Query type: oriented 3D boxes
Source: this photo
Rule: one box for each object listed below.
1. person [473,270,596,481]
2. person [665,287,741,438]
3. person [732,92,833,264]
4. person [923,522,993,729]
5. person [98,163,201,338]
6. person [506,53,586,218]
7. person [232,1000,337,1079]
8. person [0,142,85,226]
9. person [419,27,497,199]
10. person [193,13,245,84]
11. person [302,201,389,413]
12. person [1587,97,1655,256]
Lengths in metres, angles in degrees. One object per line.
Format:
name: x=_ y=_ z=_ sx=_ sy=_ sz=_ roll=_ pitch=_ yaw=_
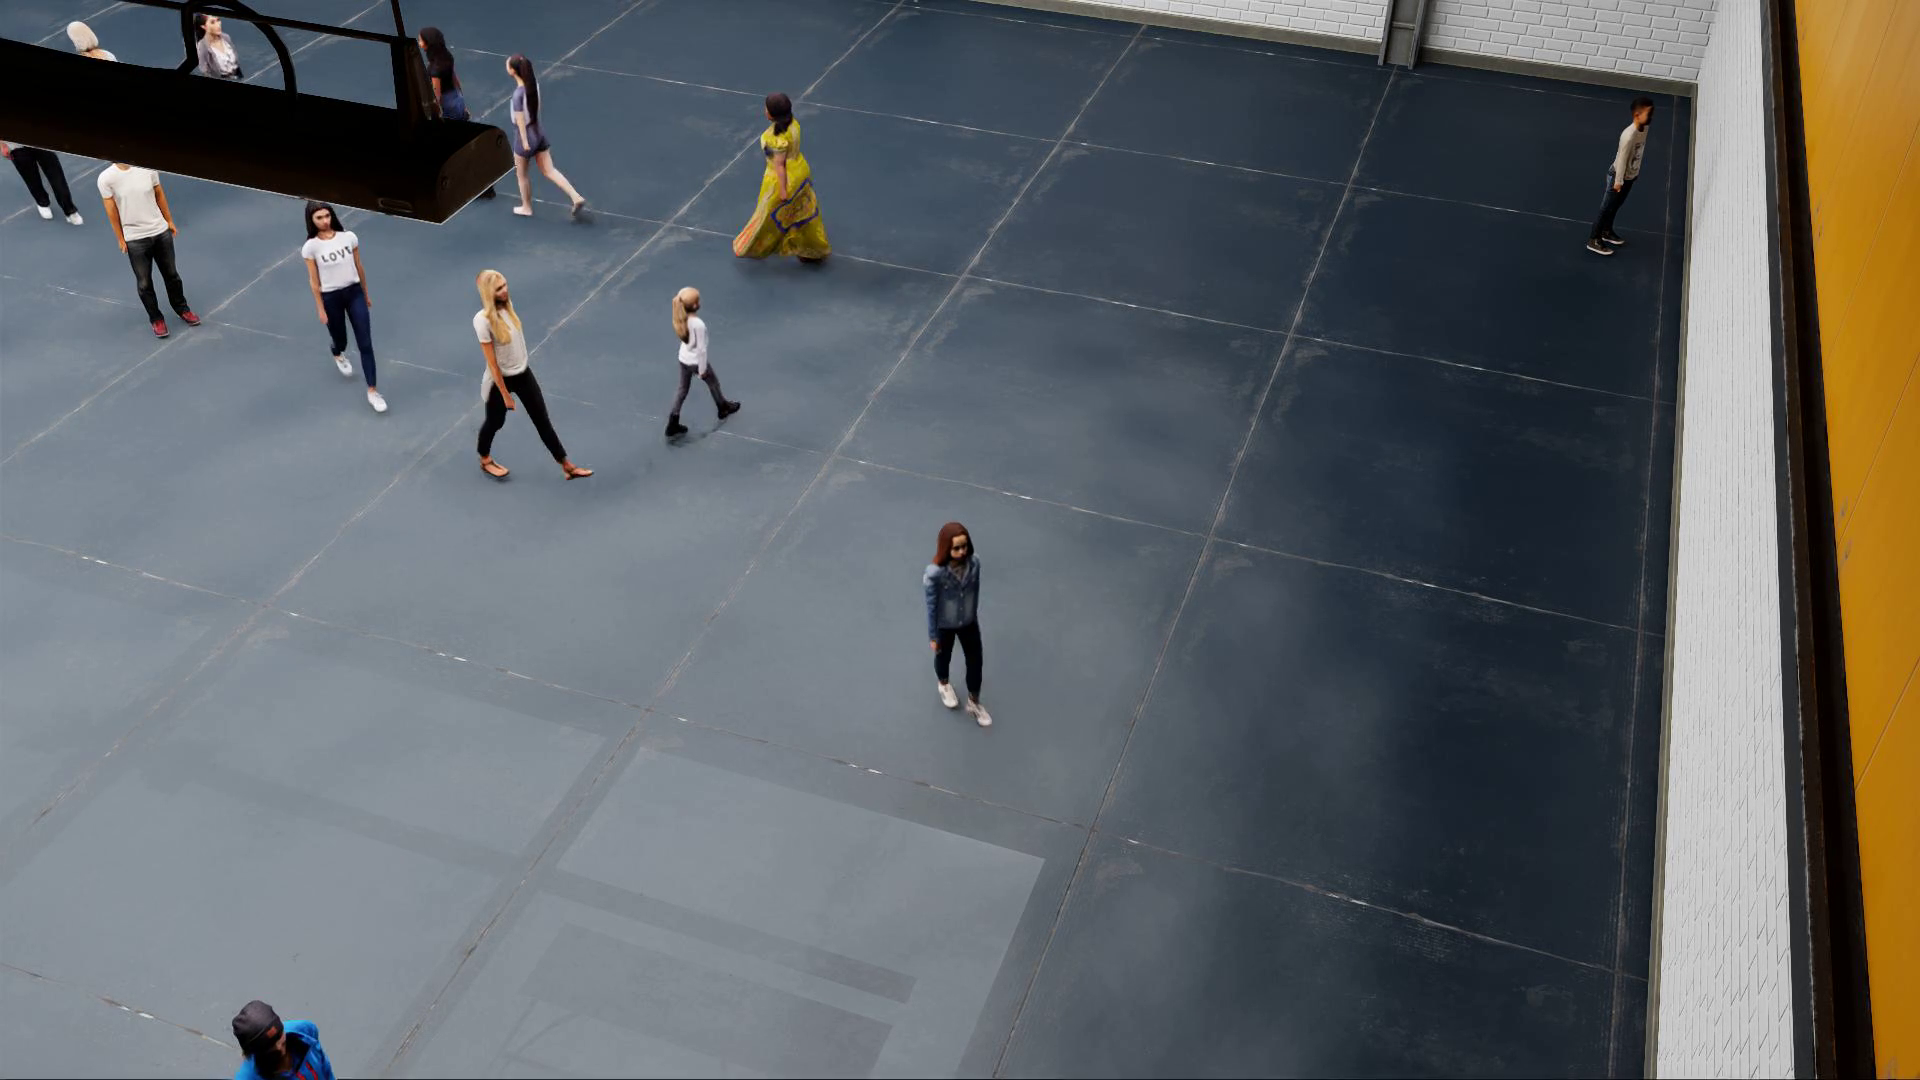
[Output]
person: x=-3.400 y=-1.158 z=12.162 sx=1.155 sy=1.775 sz=0.619 roll=13 pitch=40 yaw=15
person: x=-2.109 y=-1.344 z=12.818 sx=0.922 sy=1.247 sz=0.771 roll=28 pitch=47 yaw=31
person: x=-1.456 y=-3.167 z=14.806 sx=1.157 sy=1.616 sz=0.806 roll=10 pitch=40 yaw=12
person: x=-0.077 y=0.466 z=10.381 sx=0.795 sy=1.460 sz=0.855 roll=-16 pitch=41 yaw=-19
person: x=-6.831 y=-2.593 z=13.936 sx=0.717 sy=1.804 sz=0.708 roll=-30 pitch=48 yaw=-32
person: x=-3.915 y=-3.731 z=15.505 sx=0.983 sy=1.624 sz=0.629 roll=14 pitch=41 yaw=17
person: x=-3.002 y=2.615 z=7.448 sx=1.123 sy=1.762 sz=0.779 roll=20 pitch=43 yaw=23
person: x=-8.736 y=-3.775 z=15.532 sx=0.955 sy=1.659 sz=1.088 roll=-26 pitch=45 yaw=-29
person: x=-4.726 y=-4.024 z=15.802 sx=1.066 sy=1.711 sz=0.810 roll=1 pitch=39 yaw=1
person: x=-7.226 y=-4.358 z=16.268 sx=1.100 sy=1.652 sz=0.743 roll=20 pitch=43 yaw=23
person: x=-4.890 y=-1.893 z=13.105 sx=0.970 sy=1.748 sz=1.136 roll=-25 pitch=45 yaw=-28
person: x=6.024 y=-3.330 z=15.135 sx=0.594 sy=1.460 sz=0.598 roll=29 pitch=47 yaw=31
